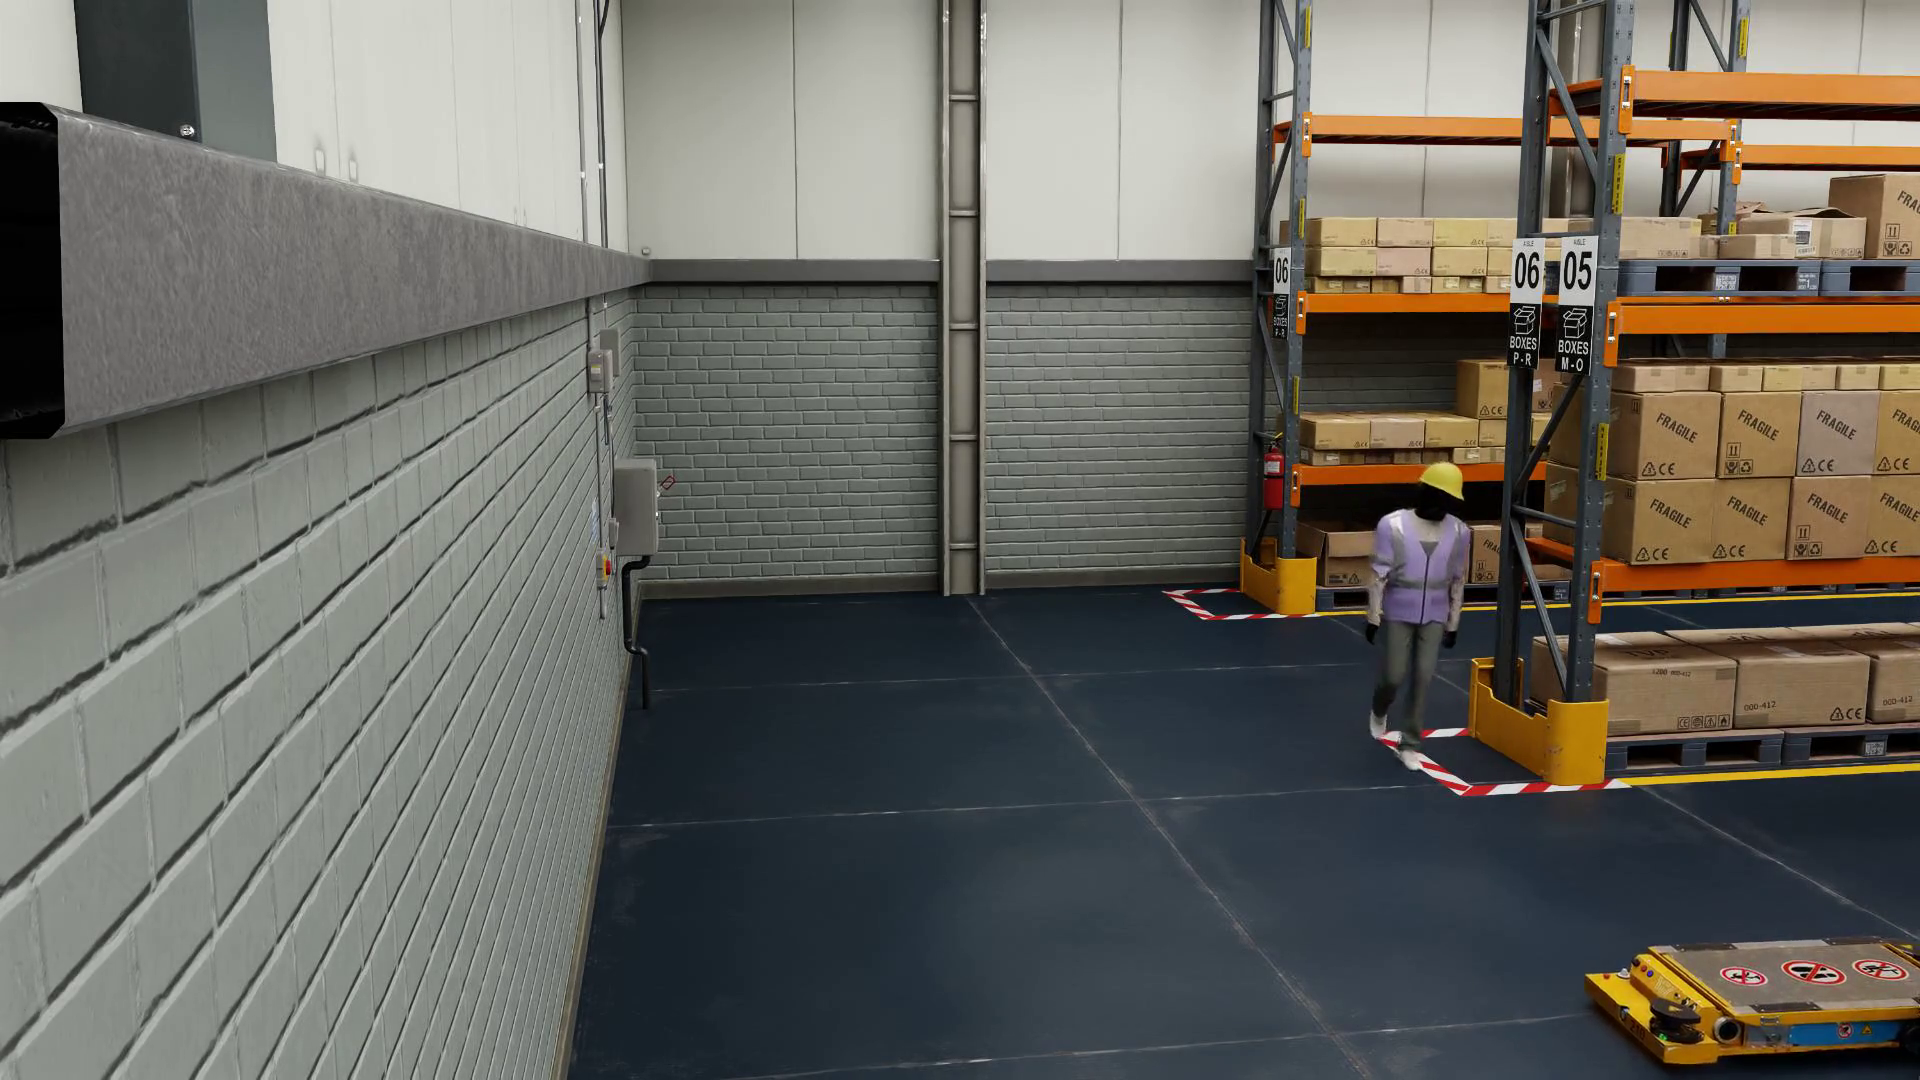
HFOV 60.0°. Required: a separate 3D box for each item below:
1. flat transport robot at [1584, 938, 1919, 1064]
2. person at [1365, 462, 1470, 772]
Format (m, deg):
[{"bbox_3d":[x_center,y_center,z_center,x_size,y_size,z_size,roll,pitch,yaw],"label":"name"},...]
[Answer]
[{"bbox_3d":[3.340,1.829,6.661,1.431,0.197,0.652,-1,9,-6],"label":"flat transport robot"},{"bbox_3d":[2.786,0.440,10.227,0.624,1.890,0.596,0,9,-1],"label":"person"}]
